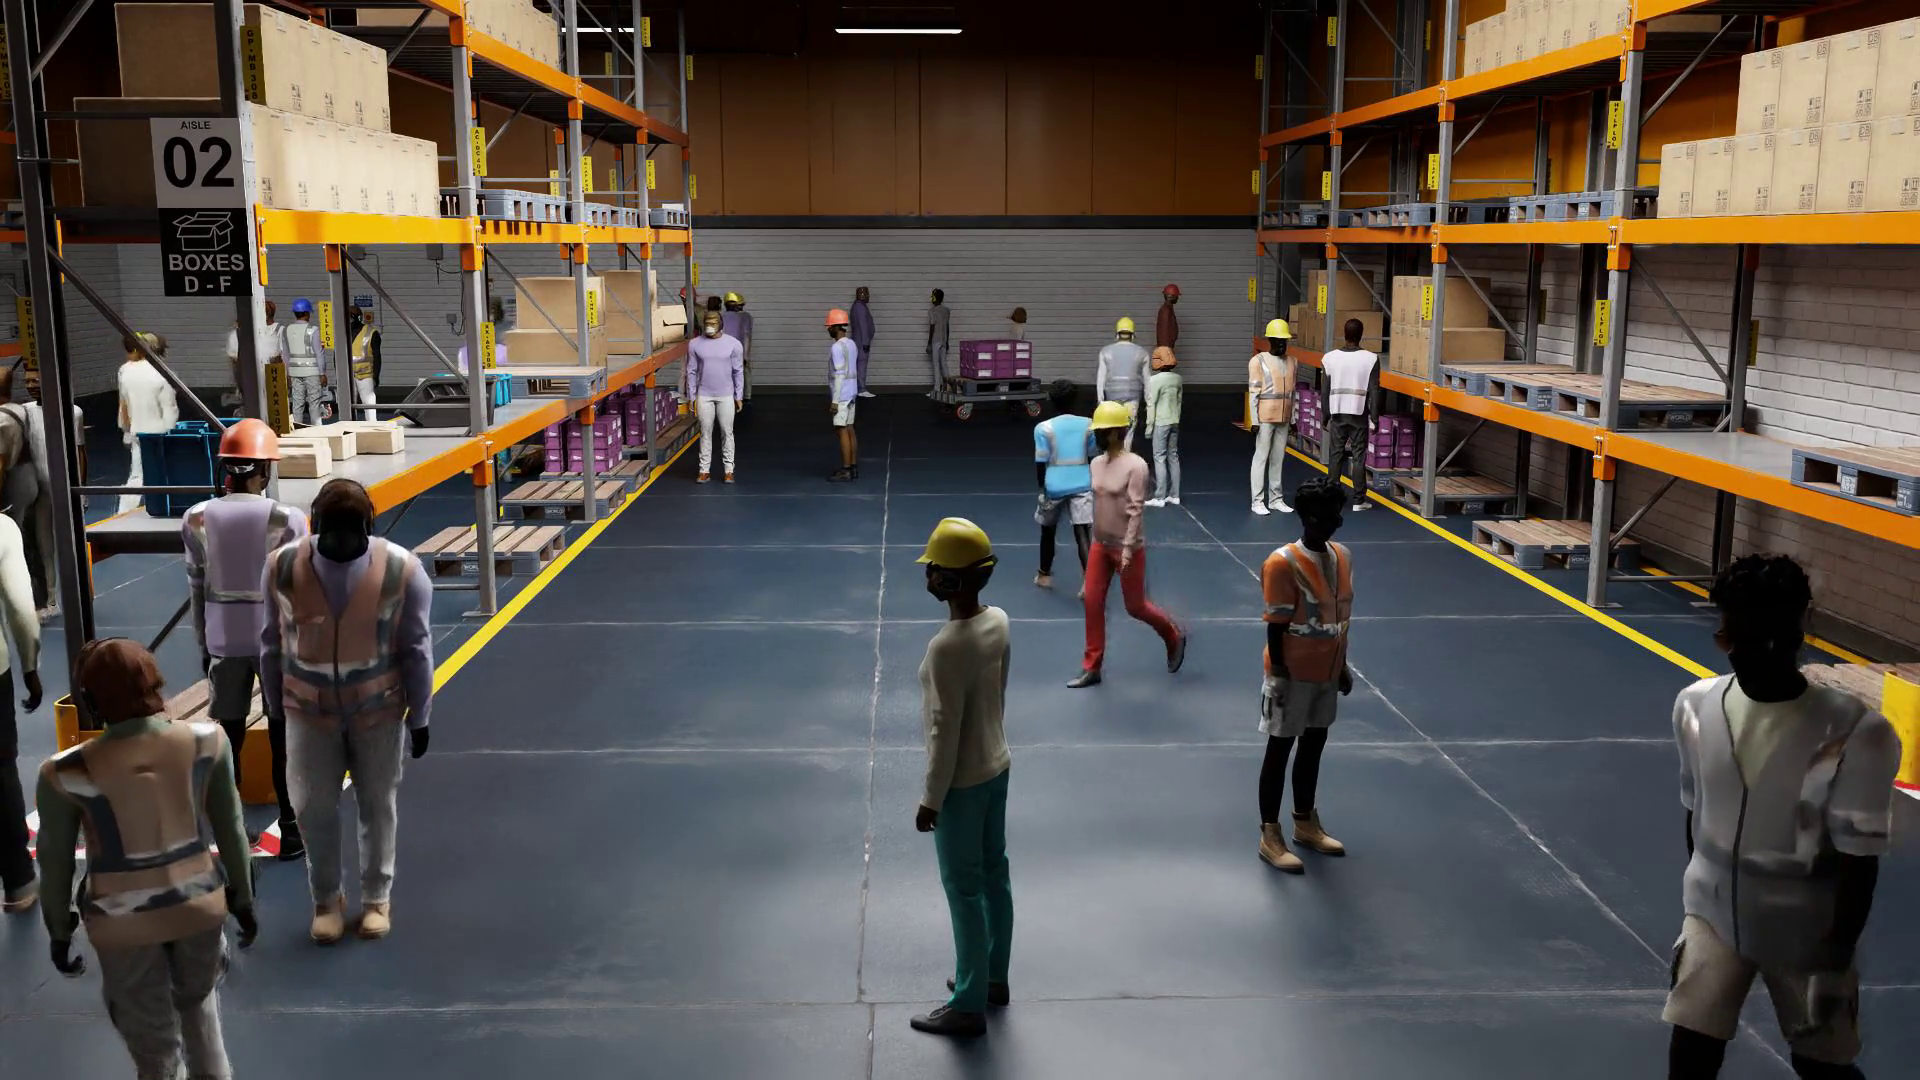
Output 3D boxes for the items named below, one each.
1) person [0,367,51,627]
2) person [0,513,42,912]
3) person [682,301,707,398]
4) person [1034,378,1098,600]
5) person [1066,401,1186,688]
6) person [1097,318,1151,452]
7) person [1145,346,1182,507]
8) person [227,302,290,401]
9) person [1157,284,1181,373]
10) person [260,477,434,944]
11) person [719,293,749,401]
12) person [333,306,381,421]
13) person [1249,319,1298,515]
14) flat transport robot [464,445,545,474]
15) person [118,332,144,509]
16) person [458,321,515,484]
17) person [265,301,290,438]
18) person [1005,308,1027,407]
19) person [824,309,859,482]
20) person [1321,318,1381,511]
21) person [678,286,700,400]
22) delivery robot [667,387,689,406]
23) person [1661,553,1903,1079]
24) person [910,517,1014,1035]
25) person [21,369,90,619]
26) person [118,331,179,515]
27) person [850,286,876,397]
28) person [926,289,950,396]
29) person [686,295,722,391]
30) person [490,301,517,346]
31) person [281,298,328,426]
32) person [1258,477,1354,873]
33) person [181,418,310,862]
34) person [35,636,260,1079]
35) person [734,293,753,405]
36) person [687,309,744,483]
[{"bbox_3d":[-6.607,-0.304,11.670,0.422,1.830,0.533,1,10,3],"label":"person"},{"bbox_3d":[-3.987,0.517,6.597,0.622,1.990,0.400,-4,11,-20],"label":"person"},{"bbox_3d":[-4.427,-3.220,27.734,0.748,1.882,0.413,-5,11,-26],"label":"person"},{"bbox_3d":[0.821,-0.390,12.581,0.535,1.660,0.849,-3,10,-14],"label":"person"},{"bbox_3d":[1.010,0.017,10.077,0.746,1.741,0.518,-8,13,-37],"label":"person"},{"bbox_3d":[1.924,-1.679,19.370,0.627,1.793,0.877,2,10,10],"label":"person"},{"bbox_3d":[2.078,-1.154,16.939,0.291,1.623,0.494,10,14,43],"label":"person"},{"bbox_3d":[-8.304,-1.880,19.820,0.688,2.000,0.539,5,11,26],"label":"person"},{"bbox_3d":[3.436,-3.219,27.414,0.402,1.990,0.622,2,10,9],"label":"person"},{"bbox_3d":[-2.320,0.653,6.328,0.640,1.818,0.464,-2,10,-13],"label":"person"},{"bbox_3d":[-3.586,-2.893,25.889,0.620,1.879,0.538,-2,10,-11],"label":"person"},{"bbox_3d":[-7.984,-2.176,22.028,0.624,1.844,0.429,0,10,0],"label":"person"},{"bbox_3d":[3.102,-1.212,16.413,0.589,1.927,0.368,-6,12,-32],"label":"person"},{"bbox_3d":[-5.323,-0.965,19.649,0.652,0.197,1.431,0,10,0],"label":"flat transport robot"},{"bbox_3d":[-7.810,-1.045,15.756,0.390,1.835,0.570,-3,11,-17],"label":"person"},{"bbox_3d":[-5.235,-1.524,18.400,0.584,1.840,0.465,-3,11,-17],"label":"person"},{"bbox_3d":[-9.319,-2.287,22.527,0.573,1.883,0.354,5,12,28],"label":"person"},{"bbox_3d":[0.963,-2.960,27.031,0.533,1.615,0.518,-5,11,-24],"label":"person"},{"bbox_3d":[-1.347,-1.617,18.648,0.377,1.932,0.552,3,11,15],"label":"person"},{"bbox_3d":[3.900,-1.247,16.625,0.596,1.920,0.379,5,12,28],"label":"person"},{"bbox_3d":[-4.279,-3.013,26.258,0.376,1.995,0.609,-7,13,-35],"label":"person"},{"bbox_3d":[-4.200,-1.991,24.316,0.477,0.478,0.707,-4,11,-23],"label":"delivery robot"},{"bbox_3d":[2.151,0.961,4.349,0.971,1.926,0.600,-8,13,-37],"label":"person"},{"bbox_3d":[0.003,0.799,5.659,0.315,1.770,0.524,5,11,24],"label":"person"},{"bbox_3d":[-6.412,-0.344,11.739,0.514,1.872,0.328,0,10,0],"label":"person"},{"bbox_3d":[-7.246,-0.917,14.892,0.645,1.897,0.999,4,11,19],"label":"person"},{"bbox_3d":[-1.679,-3.432,28.836,0.406,1.911,0.639,-3,11,-16],"label":"person"},{"bbox_3d":[-0.385,-3.418,28.878,0.329,1.868,0.508,9,14,41],"label":"person"},{"bbox_3d":[-4.247,-3.153,27.594,0.612,1.807,0.638,-4,11,-19],"label":"person"},{"bbox_3d":[-6.240,-2.270,22.442,0.646,1.893,1.036,2,10,13],"label":"person"},{"bbox_3d":[-8.551,-2.183,21.759,0.605,1.950,0.383,3,11,15],"label":"person"},{"bbox_3d":[1.496,0.564,7.164,0.529,1.695,0.321,-8,13,-39],"label":"person"},{"bbox_3d":[-3.045,0.438,7.225,0.539,1.929,0.381,0,10,-3],"label":"person"},{"bbox_3d":[-2.261,1.054,4.621,0.523,1.622,0.509,-10,14,-43],"label":"person"},{"bbox_3d":[-3.641,-3.131,27.363,0.404,1.835,0.586,5,11,26],"label":"person"},{"bbox_3d":[-2.718,-1.590,18.490,0.635,1.936,0.351,0,10,0],"label":"person"}]
